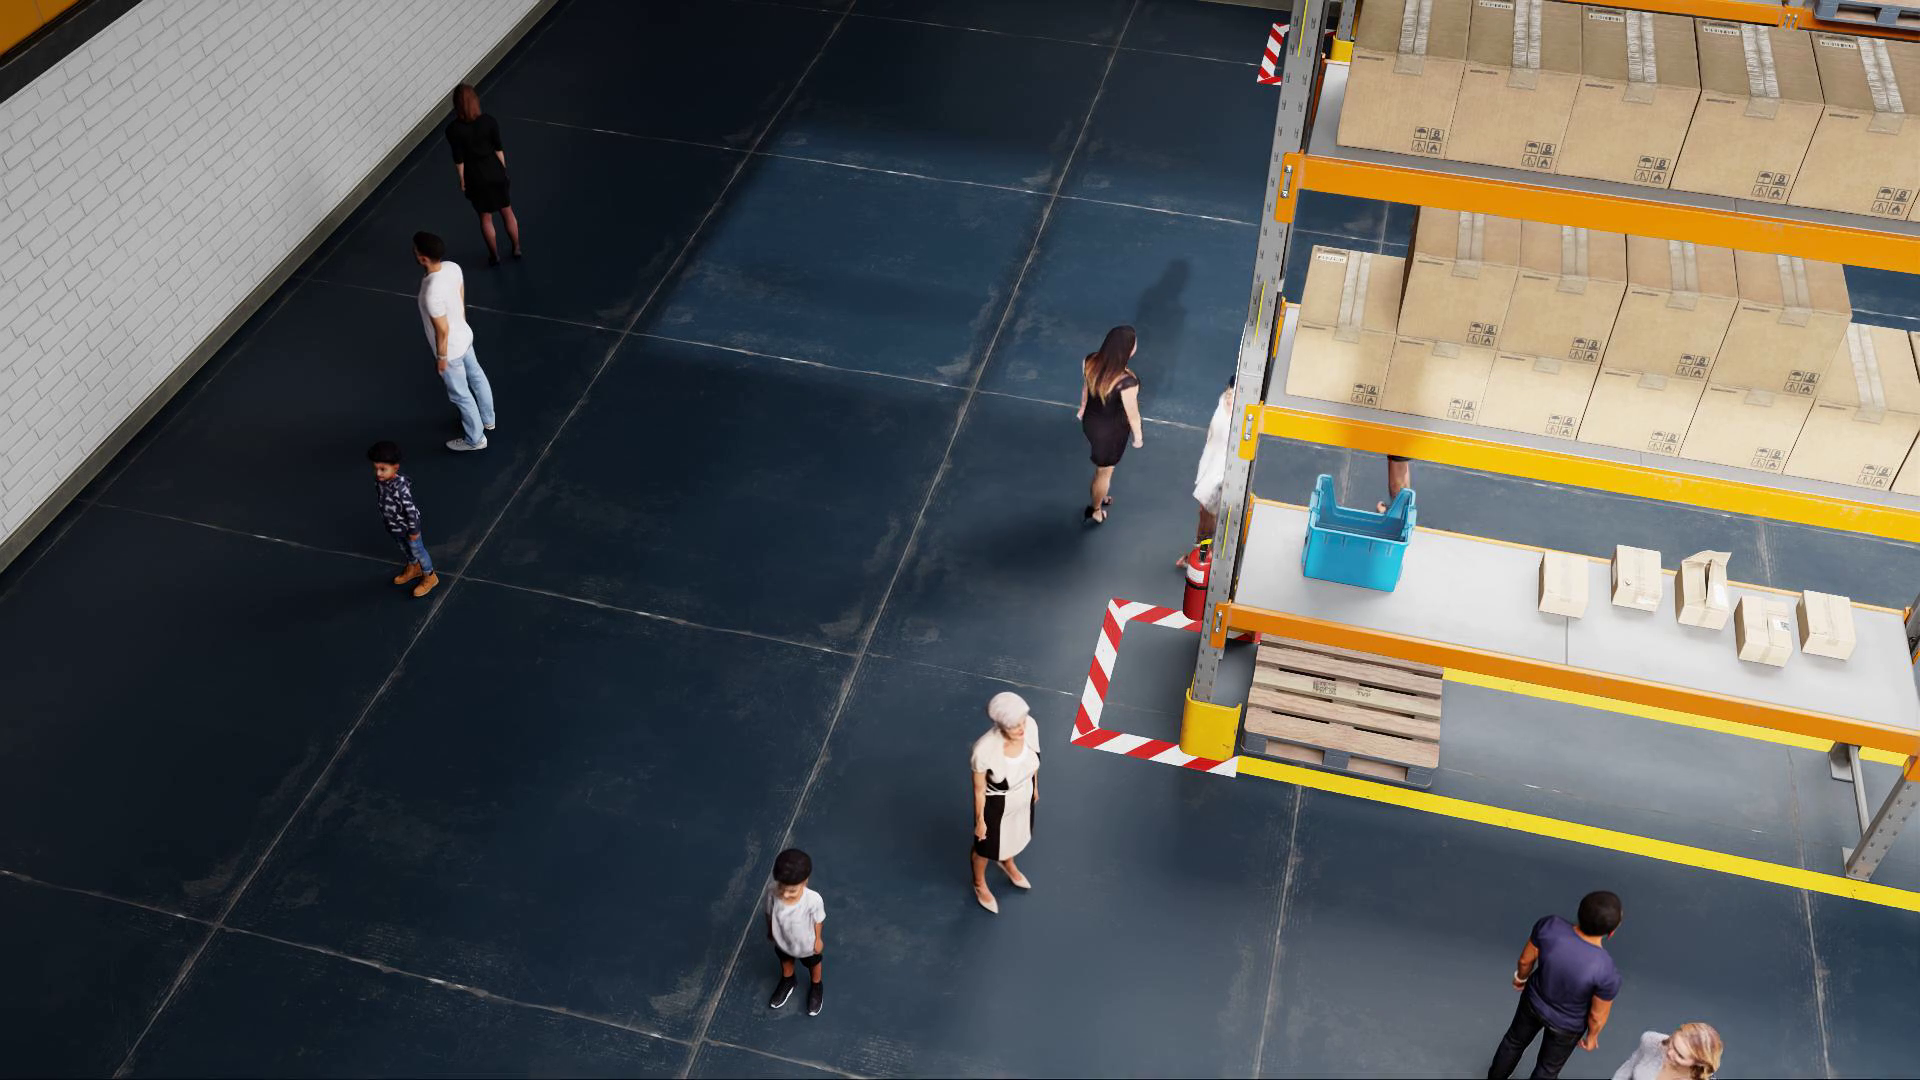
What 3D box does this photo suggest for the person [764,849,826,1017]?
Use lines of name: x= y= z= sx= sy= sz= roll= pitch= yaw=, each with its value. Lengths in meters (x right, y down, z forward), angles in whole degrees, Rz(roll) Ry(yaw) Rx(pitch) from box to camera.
person: x=-0.886 y=2.096 z=8.979 sx=0.424 sy=1.259 sz=0.541 roll=10 pitch=44 yaw=10

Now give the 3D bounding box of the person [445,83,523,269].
person: x=-4.019 y=-3.063 z=14.071 sx=0.641 sy=1.706 sz=0.718 roll=-19 pitch=47 yaw=-18

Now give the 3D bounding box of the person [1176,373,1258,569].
person: x=1.891 y=-0.482 z=11.334 sx=1.127 sy=1.743 sz=0.995 roll=-14 pitch=45 yaw=-14

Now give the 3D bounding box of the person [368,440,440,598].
person: x=-3.814 y=-0.153 z=11.346 sx=0.536 sy=1.251 sz=0.630 roll=28 pitch=50 yaw=26

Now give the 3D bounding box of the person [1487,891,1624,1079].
person: x=2.976 y=2.338 z=8.340 sx=0.781 sy=1.790 sz=0.669 roll=-30 pitch=51 yaw=-28

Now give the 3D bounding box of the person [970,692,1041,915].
person: x=0.233 y=1.447 z=9.304 sx=0.689 sy=1.751 sz=0.712 roll=-31 pitch=51 yaw=-28

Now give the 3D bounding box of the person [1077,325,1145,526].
person: x=0.971 y=-0.744 z=11.636 sx=0.856 sy=1.706 sz=0.783 roll=-26 pitch=49 yaw=-25

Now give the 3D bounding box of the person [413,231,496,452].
person: x=-3.752 y=-1.477 z=12.289 sx=0.594 sy=1.866 sz=0.695 roll=6 pitch=44 yaw=6

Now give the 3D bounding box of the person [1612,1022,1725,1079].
person: x=3.327 y=2.763 z=7.917 sx=1.260 sy=1.758 sz=0.987 roll=-9 pitch=44 yaw=-9
